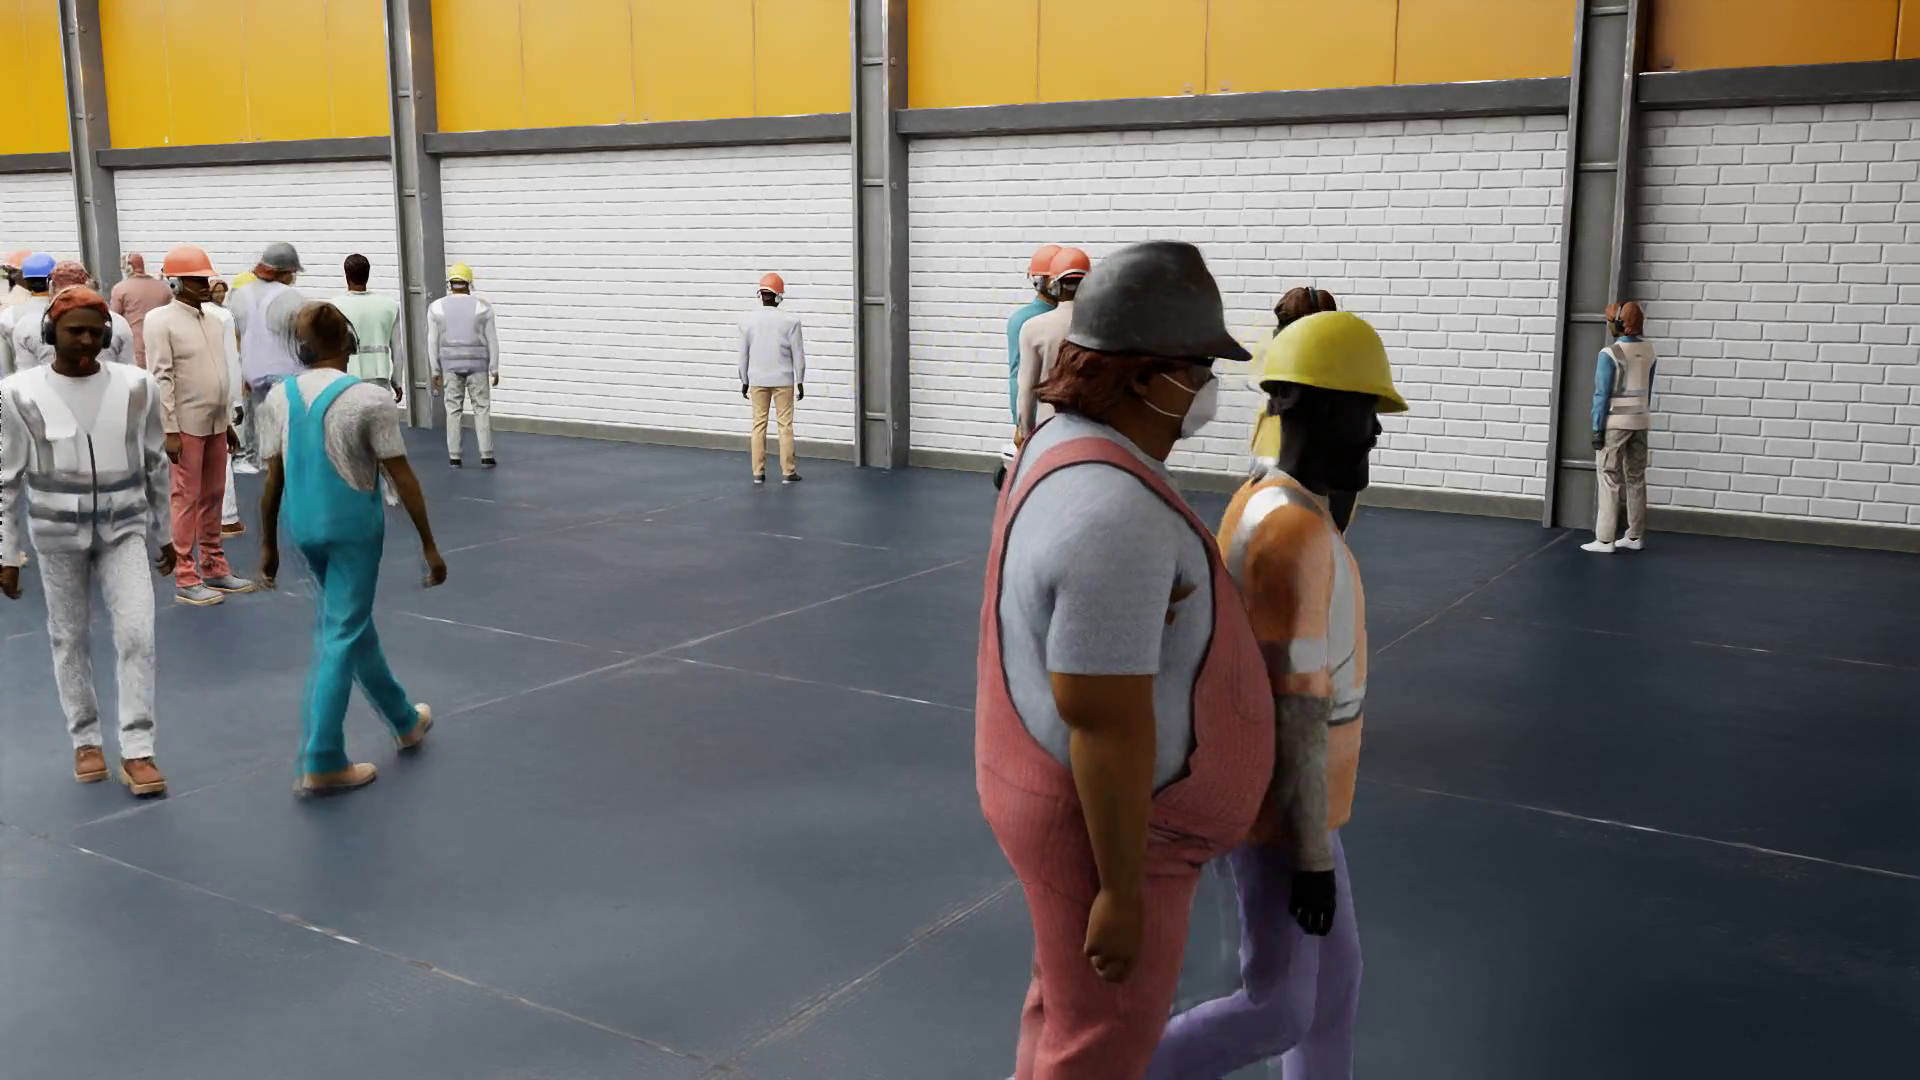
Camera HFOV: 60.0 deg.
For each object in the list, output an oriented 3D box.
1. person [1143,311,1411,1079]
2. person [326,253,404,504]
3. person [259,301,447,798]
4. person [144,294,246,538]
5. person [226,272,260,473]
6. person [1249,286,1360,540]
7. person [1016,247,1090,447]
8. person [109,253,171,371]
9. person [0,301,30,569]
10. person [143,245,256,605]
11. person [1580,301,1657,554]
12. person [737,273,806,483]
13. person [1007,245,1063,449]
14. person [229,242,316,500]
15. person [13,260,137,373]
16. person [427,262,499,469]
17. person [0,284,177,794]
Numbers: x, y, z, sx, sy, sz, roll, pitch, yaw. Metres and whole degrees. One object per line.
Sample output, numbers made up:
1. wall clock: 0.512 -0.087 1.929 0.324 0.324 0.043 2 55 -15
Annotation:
1. person: 0.573 0.500 3.320 0.751 1.891 0.622 2 10 11
2. person: -4.520 -1.203 12.637 0.593 1.920 0.391 -7 12 -34
3. person: -2.235 0.008 6.261 0.670 1.785 0.857 3 11 17
4. person: -5.166 -0.939 11.263 0.585 1.883 0.337 -3 11 -15
5. person: -6.220 -1.460 14.550 0.312 1.741 0.487 1 10 6
6. person: 1.362 -0.080 6.626 0.429 1.842 0.633 -2 10 -9
7. person: 0.604 -0.598 9.117 0.613 1.985 0.418 -1 10 -8
8. person: -8.832 -2.140 17.952 0.648 1.881 0.660 5 12 28
9. person: -5.979 -0.718 10.194 0.355 1.835 0.516 -7 13 -35
10. person: -4.274 -0.644 9.326 0.375 1.995 0.611 2 10 8
11. person: 4.277 -0.719 10.758 0.518 1.632 0.312 -5 12 -27
12. person: -1.563 -1.347 13.886 0.572 1.750 0.330 1 10 8
13. person: 0.512 -0.710 9.692 0.384 1.993 0.624 8 13 36
14. person: -5.233 -1.321 12.952 0.711 2.000 0.632 3 11 15
15. person: -5.220 -0.702 9.894 0.651 1.906 0.403 -6 12 -30
16. person: -4.384 -1.539 14.741 0.600 1.827 0.404 -2 10 -9
17. person: -3.150 0.018 6.037 0.617 1.852 0.799 -7 13 -36
